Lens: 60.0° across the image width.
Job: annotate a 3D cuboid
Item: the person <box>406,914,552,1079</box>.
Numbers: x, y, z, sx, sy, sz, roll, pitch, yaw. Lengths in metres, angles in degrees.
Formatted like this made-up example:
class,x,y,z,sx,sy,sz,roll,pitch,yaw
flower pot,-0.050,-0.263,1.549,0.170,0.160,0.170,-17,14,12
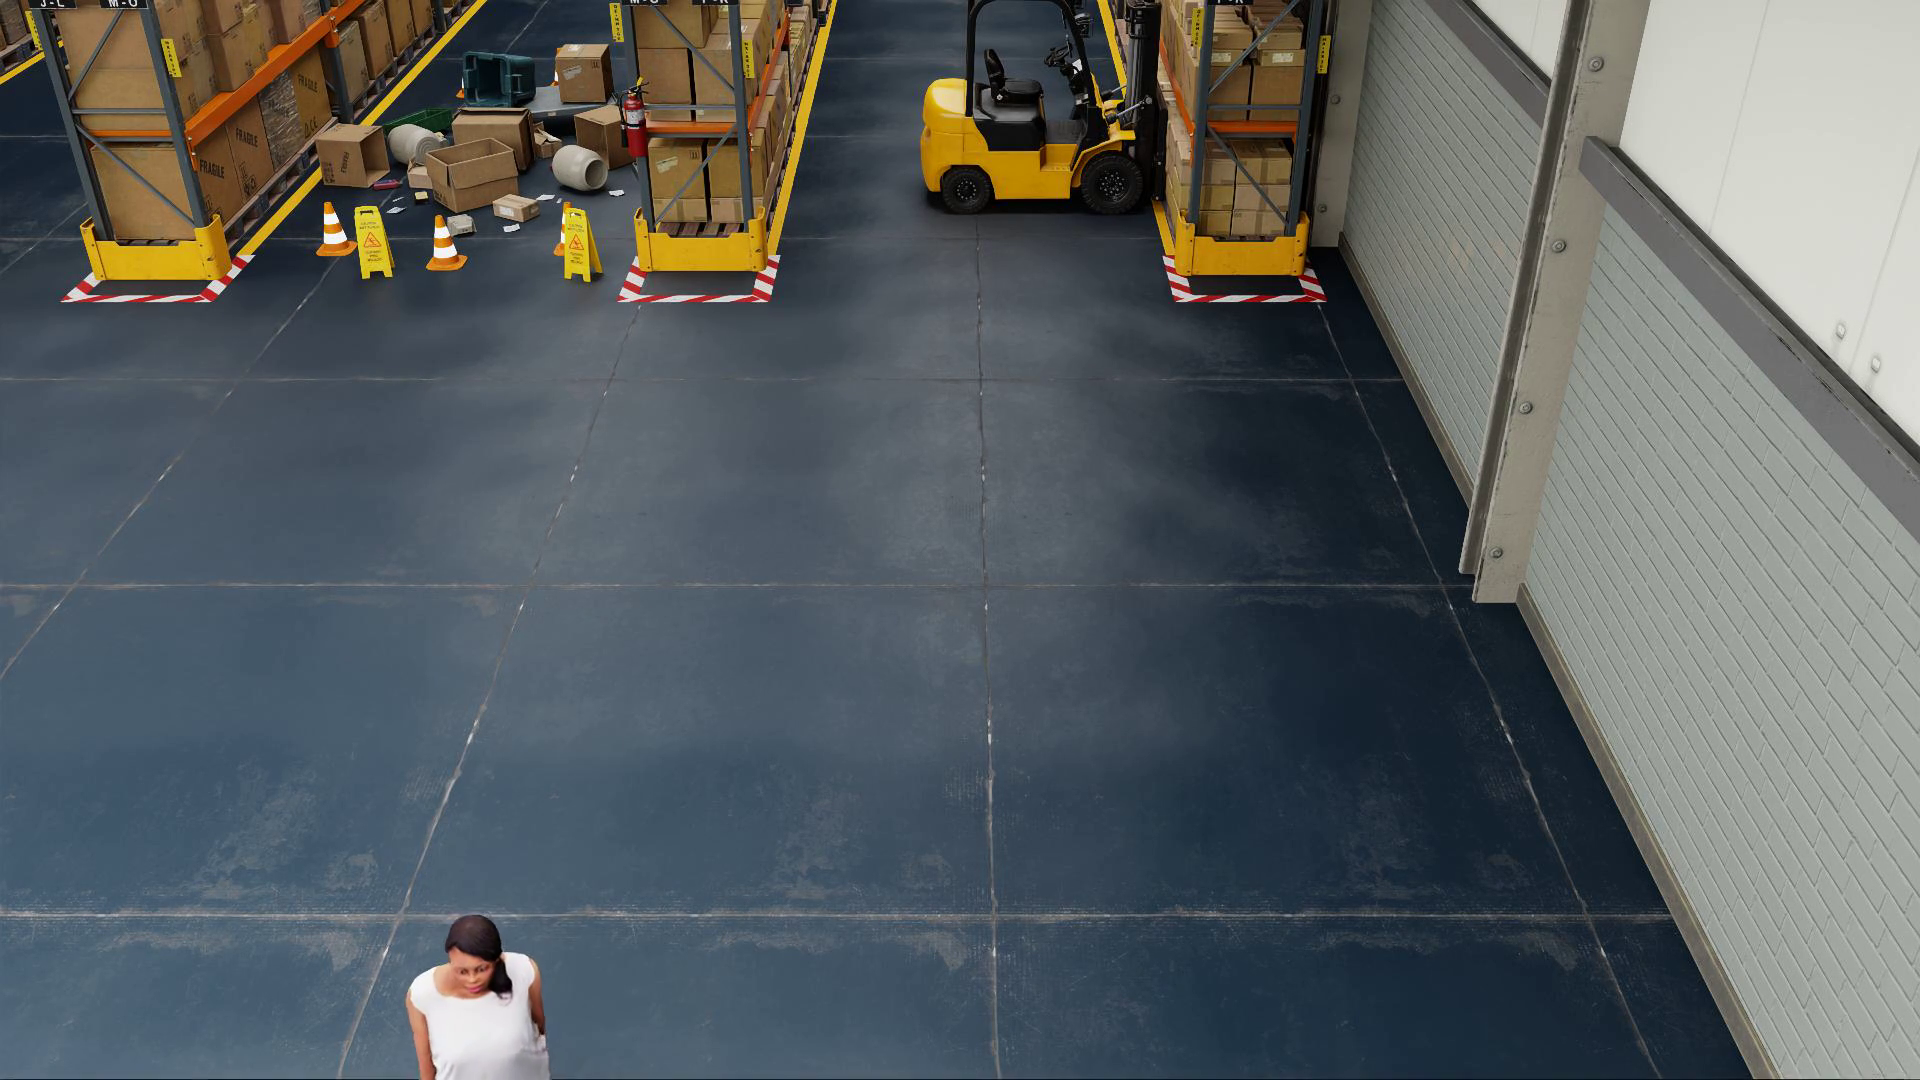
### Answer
class,x,y,z,sx,sy,sz,roll,pitch,yaw
person,-1.846,2.088,6.535,0.836,1.664,1.106,-9,33,-14
